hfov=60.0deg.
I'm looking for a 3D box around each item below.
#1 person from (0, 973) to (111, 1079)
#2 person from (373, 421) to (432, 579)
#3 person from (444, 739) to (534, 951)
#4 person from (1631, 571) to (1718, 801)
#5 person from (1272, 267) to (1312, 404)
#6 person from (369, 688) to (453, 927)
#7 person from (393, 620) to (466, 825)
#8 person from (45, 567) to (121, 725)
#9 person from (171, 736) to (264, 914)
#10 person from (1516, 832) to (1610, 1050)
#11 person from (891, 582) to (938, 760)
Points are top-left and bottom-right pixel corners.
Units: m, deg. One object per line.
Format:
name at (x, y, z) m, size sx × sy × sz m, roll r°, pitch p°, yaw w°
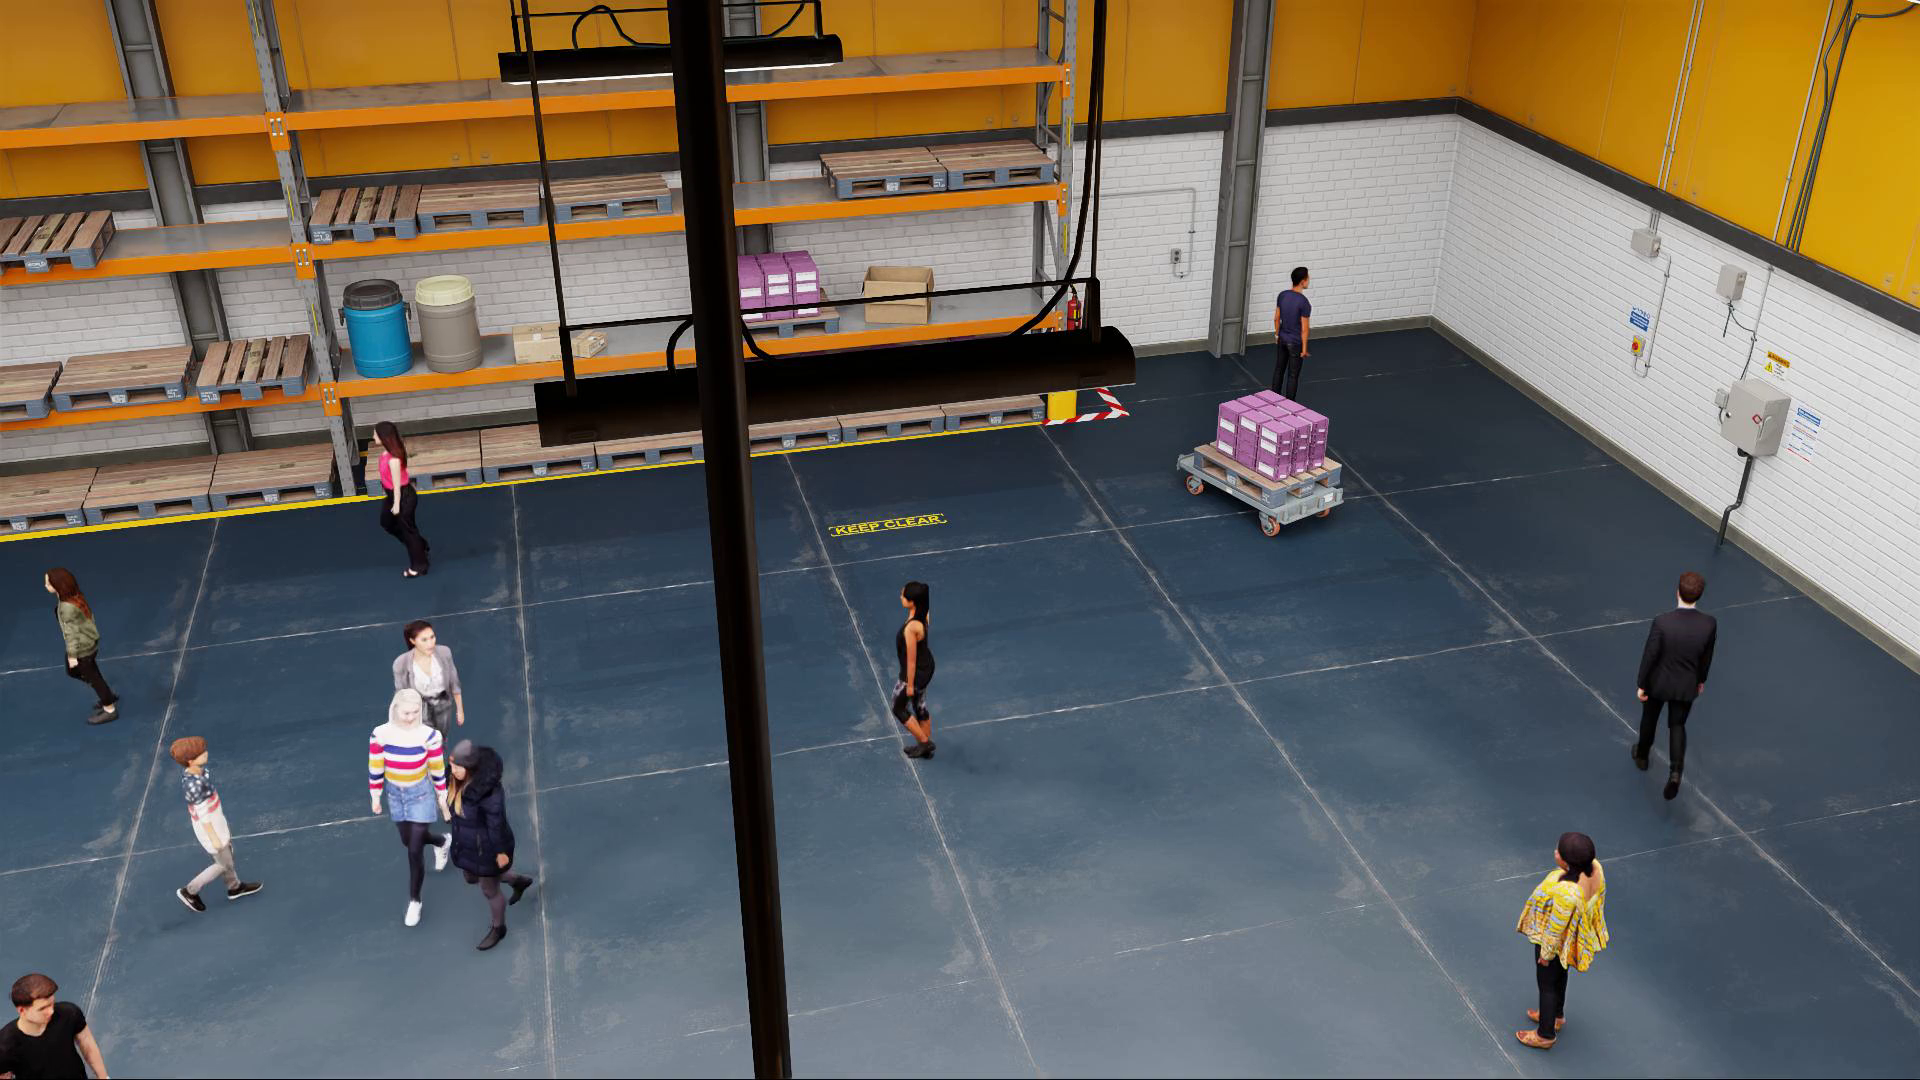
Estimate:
person at (-5.177, 3.105, 9.399) m, size 1.245 × 1.817 × 1.229 m, roll 21°, pitch 35°, yaw 34°
person at (-5.307, -0.402, 16.003) m, size 0.701 × 1.650 × 0.654 m, roll -13°, pitch 31°, yaw -23°
person at (-3.256, 2.035, 11.520) m, size 0.886 × 1.666 × 0.961 m, roll 20°, pitch 34°, yaw 32°
person at (5.567, 1.147, 12.934) m, size 1.168 × 1.871 × 1.049 m, roll 3°, pitch 29°, yaw 6°
person at (3.846, -2.311, 19.362) m, size 0.681 × 1.786 × 0.709 m, roll -22°, pitch 35°, yaw -34°
person at (-3.879, 1.804, 11.842) m, size 1.110 × 1.763 × 0.987 m, roll 4°, pitch 29°, yaw 7°
person at (-4.108, 1.314, 12.878) m, size 1.101 × 1.630 × 0.910 m, roll -17°, pitch 33°, yaw -28°
person at (-7.245, 0.866, 13.869) m, size 0.636 × 1.468 × 0.653 m, roll -15°, pitch 32°, yaw -26°
person at (-5.379, 2.027, 11.779) m, size 0.814 × 1.432 × 0.614 m, roll -13°, pitch 31°, yaw -23°
person at (3.842, 2.542, 10.606) m, size 0.940 × 1.651 × 0.873 m, roll 21°, pitch 35°, yaw 33°
person at (-0.279, 1.067, 13.305) m, size 0.735 × 1.657 × 0.711 m, roll 7°, pitch 29°, yaw 12°
